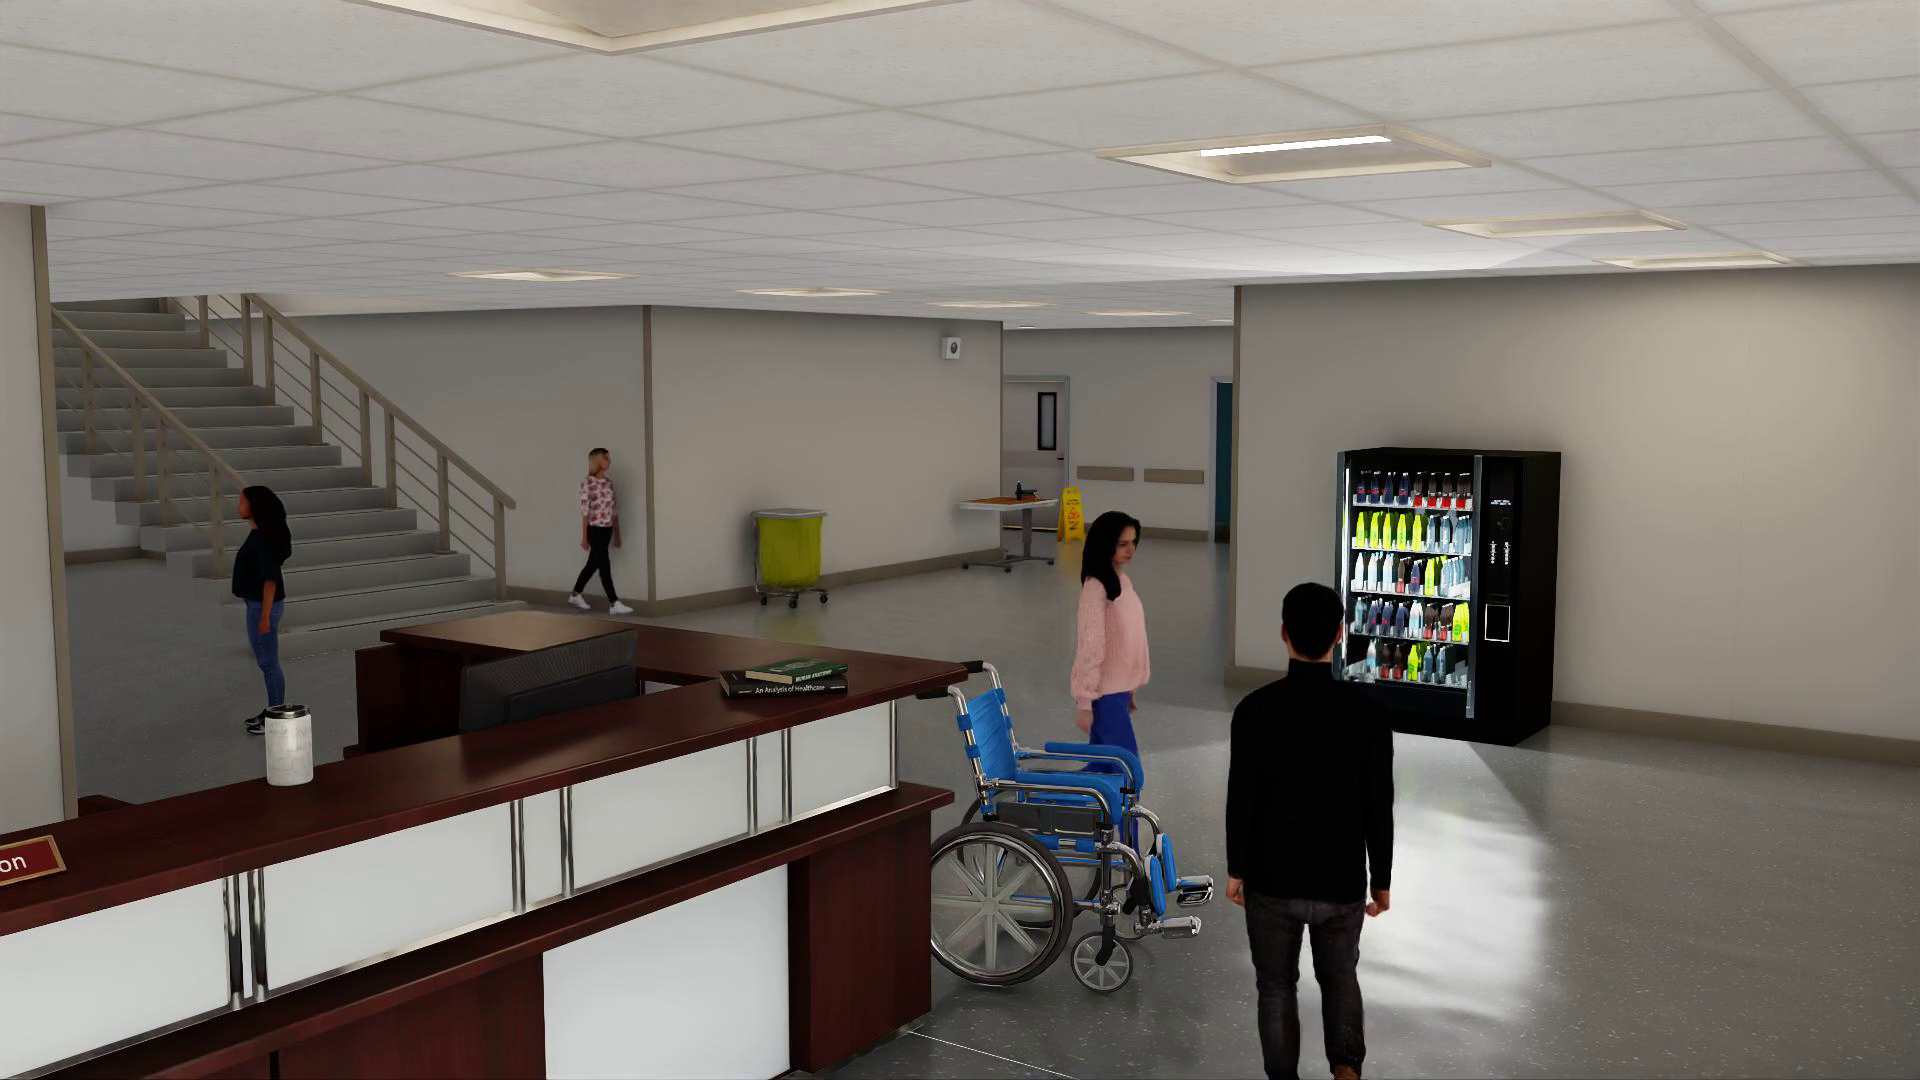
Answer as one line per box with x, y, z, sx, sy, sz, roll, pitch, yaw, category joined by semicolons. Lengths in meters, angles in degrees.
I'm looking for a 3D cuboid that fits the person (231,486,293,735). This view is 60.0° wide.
-4.573;0.448;10.928;0.769;1.616;0.684;-3;6;-25;person

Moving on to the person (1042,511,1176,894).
0.568;0.742;7.466;1.108;1.724;0.785;2;6;22;person

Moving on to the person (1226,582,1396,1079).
1.050;0.997;4.991;0.890;1.713;0.929;0;6;2;person

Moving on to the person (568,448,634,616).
-3.565;-0.058;16.111;1.139;1.586;0.651;3;7;29;person
